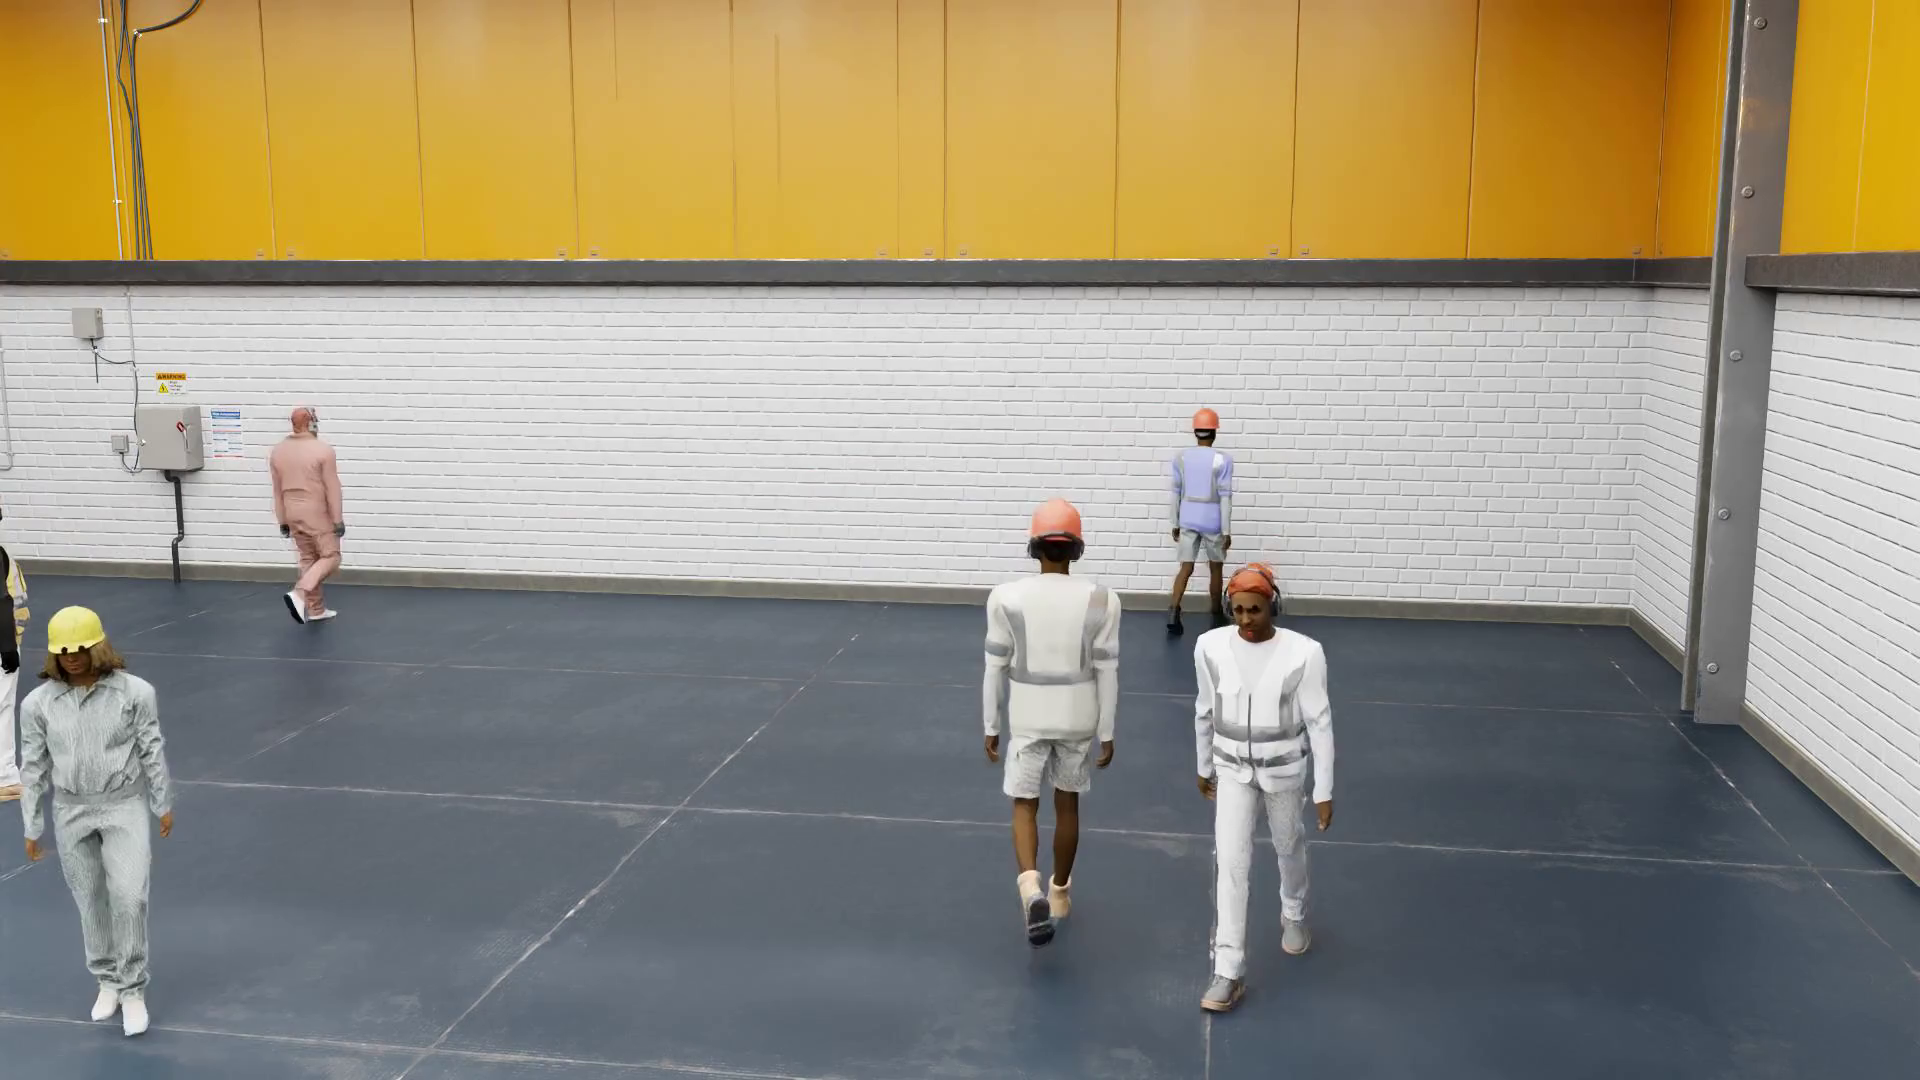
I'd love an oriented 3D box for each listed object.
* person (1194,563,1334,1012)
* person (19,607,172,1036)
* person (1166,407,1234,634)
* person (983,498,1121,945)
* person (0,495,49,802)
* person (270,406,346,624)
[{"bbox_3d":[1.302,0.982,7.092,0.628,1.836,1.026,4,10,24],"label":"person"},{"bbox_3d":[-3.433,1.115,6.588,0.520,1.719,0.640,-3,10,-16],"label":"person"},{"bbox_3d":[2.015,-0.158,13.897,0.556,1.909,0.872,5,11,30],"label":"person"},{"bbox_3d":[0.411,0.824,7.492,0.614,2.021,0.787,0,9,2],"label":"person"},{"bbox_3d":[-5.576,0.578,9.547,0.633,1.843,0.429,7,11,35],"label":"person"},{"bbox_3d":[-5.576,-0.199,14.195,0.655,1.887,0.620,4,10,21],"label":"person"}]
